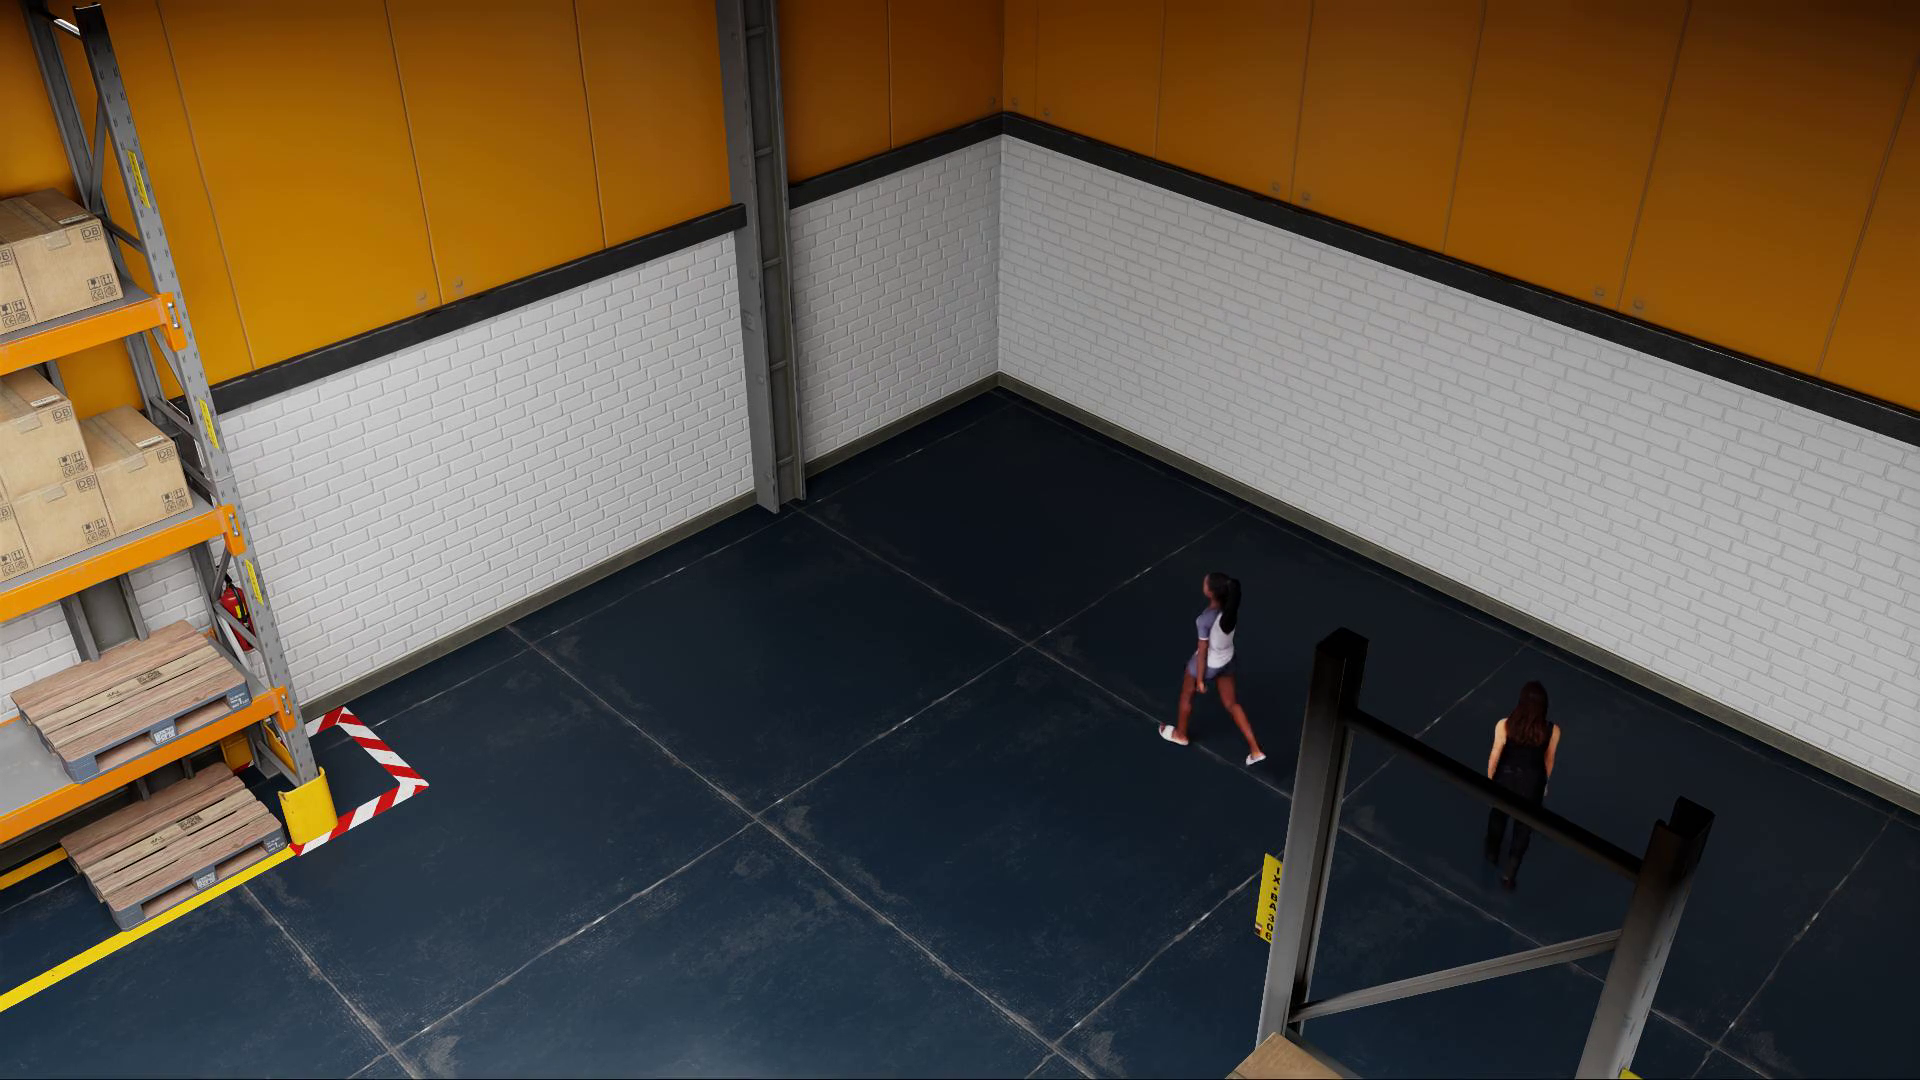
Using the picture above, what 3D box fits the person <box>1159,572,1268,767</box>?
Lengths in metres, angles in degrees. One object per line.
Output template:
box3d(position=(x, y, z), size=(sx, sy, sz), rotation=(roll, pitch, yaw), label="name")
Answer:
box3d(position=(1.972, 0.989, 12.471), size=(1.081, 1.690, 0.692), rotation=(-27, 42, -35), label="person")

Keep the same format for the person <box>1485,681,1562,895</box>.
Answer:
box3d(position=(3.827, 1.715, 11.394), size=(0.859, 1.674, 1.021), rotation=(8, 35, 13), label="person")
